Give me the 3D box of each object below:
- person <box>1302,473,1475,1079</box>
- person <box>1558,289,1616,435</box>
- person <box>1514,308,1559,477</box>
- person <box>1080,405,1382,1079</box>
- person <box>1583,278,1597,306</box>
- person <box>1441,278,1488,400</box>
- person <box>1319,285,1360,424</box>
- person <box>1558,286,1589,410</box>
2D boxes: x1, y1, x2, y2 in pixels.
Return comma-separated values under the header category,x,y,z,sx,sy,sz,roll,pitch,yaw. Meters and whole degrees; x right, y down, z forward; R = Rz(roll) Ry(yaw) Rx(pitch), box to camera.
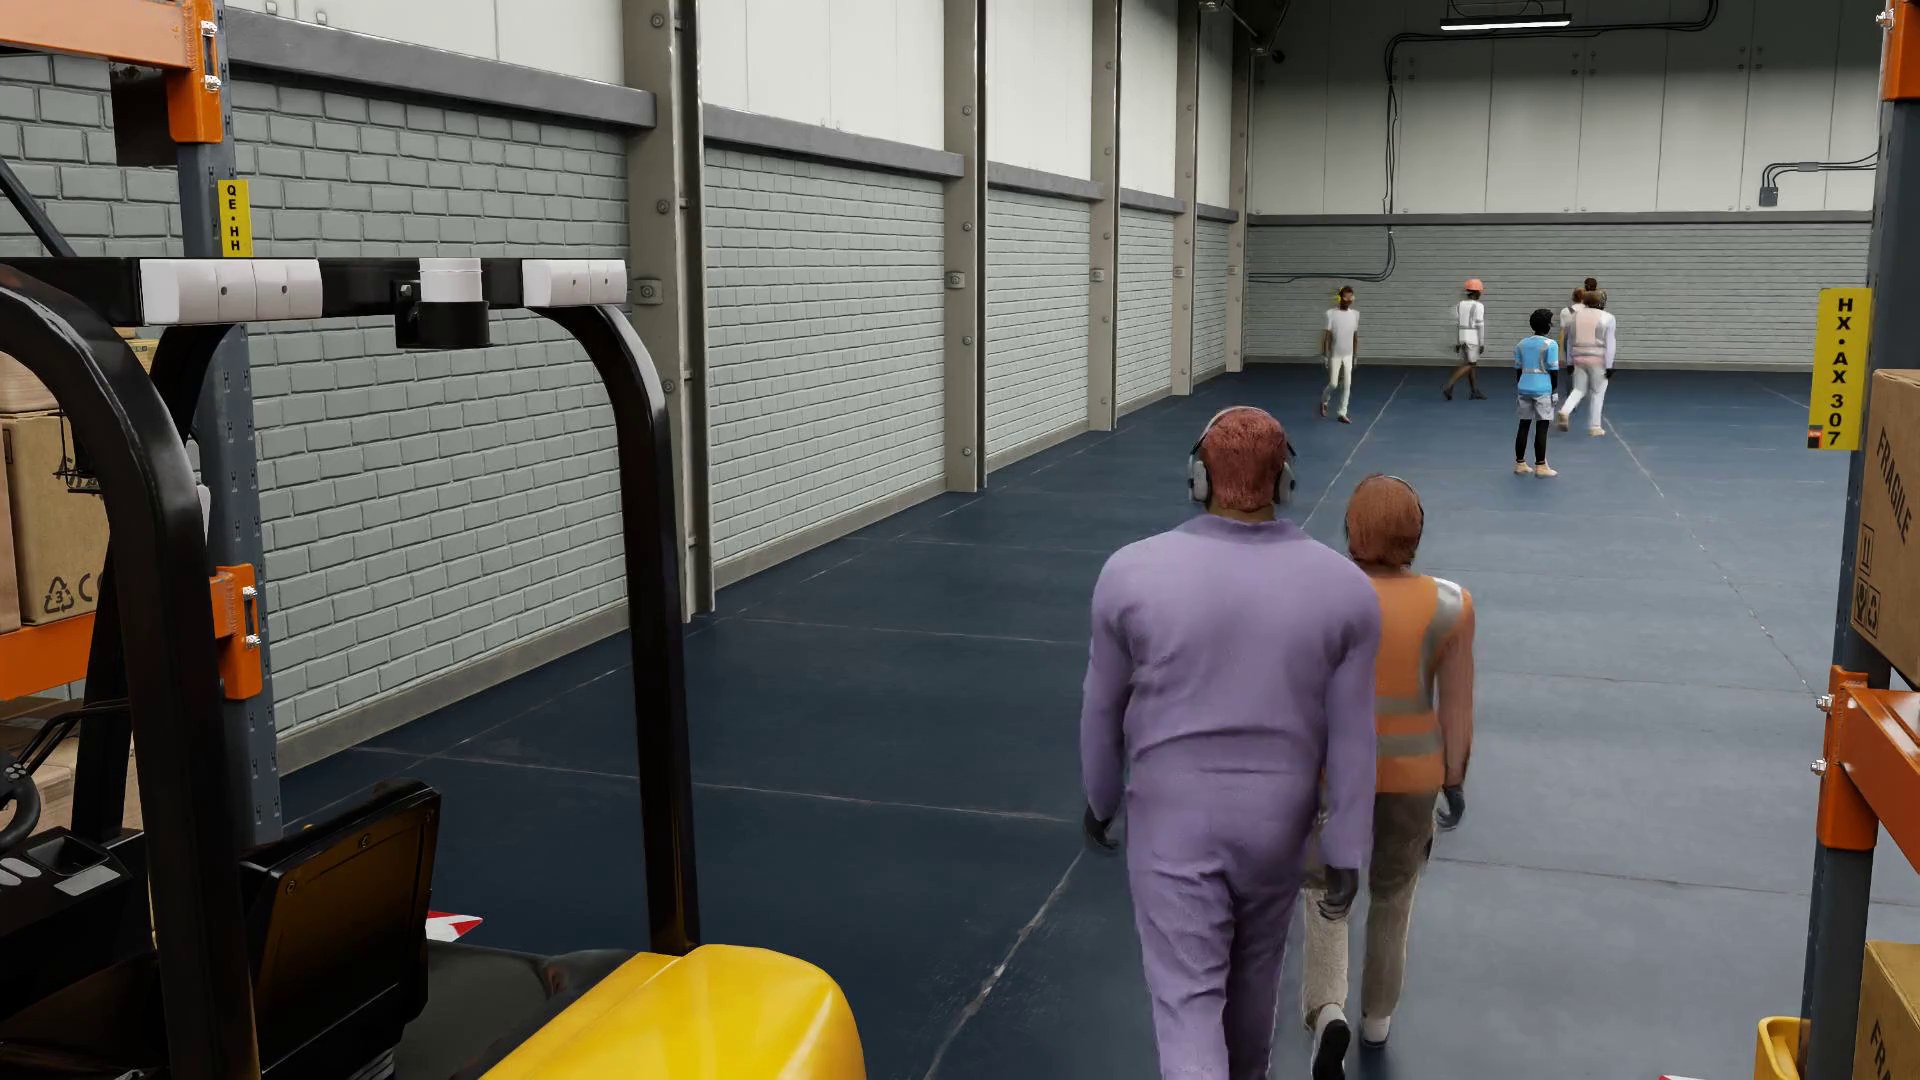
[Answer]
category,x,y,z,sx,sy,sz,roll,pitch,yaw
person,1.087,0.639,4.395,0.522,1.620,0.650,2,10,11
person,7.785,-2.191,20.630,0.657,1.830,0.635,-7,12,-38
person,5.834,-1.485,16.808,0.319,1.696,0.532,-5,11,-29
person,0.602,0.632,3.766,0.633,1.867,0.978,-1,10,-3
person,12.350,-4.229,32.720,0.626,1.844,0.429,-6,11,-34
person,7.885,-3.109,25.866,0.880,1.909,0.555,-4,10,-21
person,5.099,-2.497,22.355,0.524,1.851,0.626,-2,10,-13
person,8.963,-2.780,24.176,0.515,1.824,0.805,5,11,29
